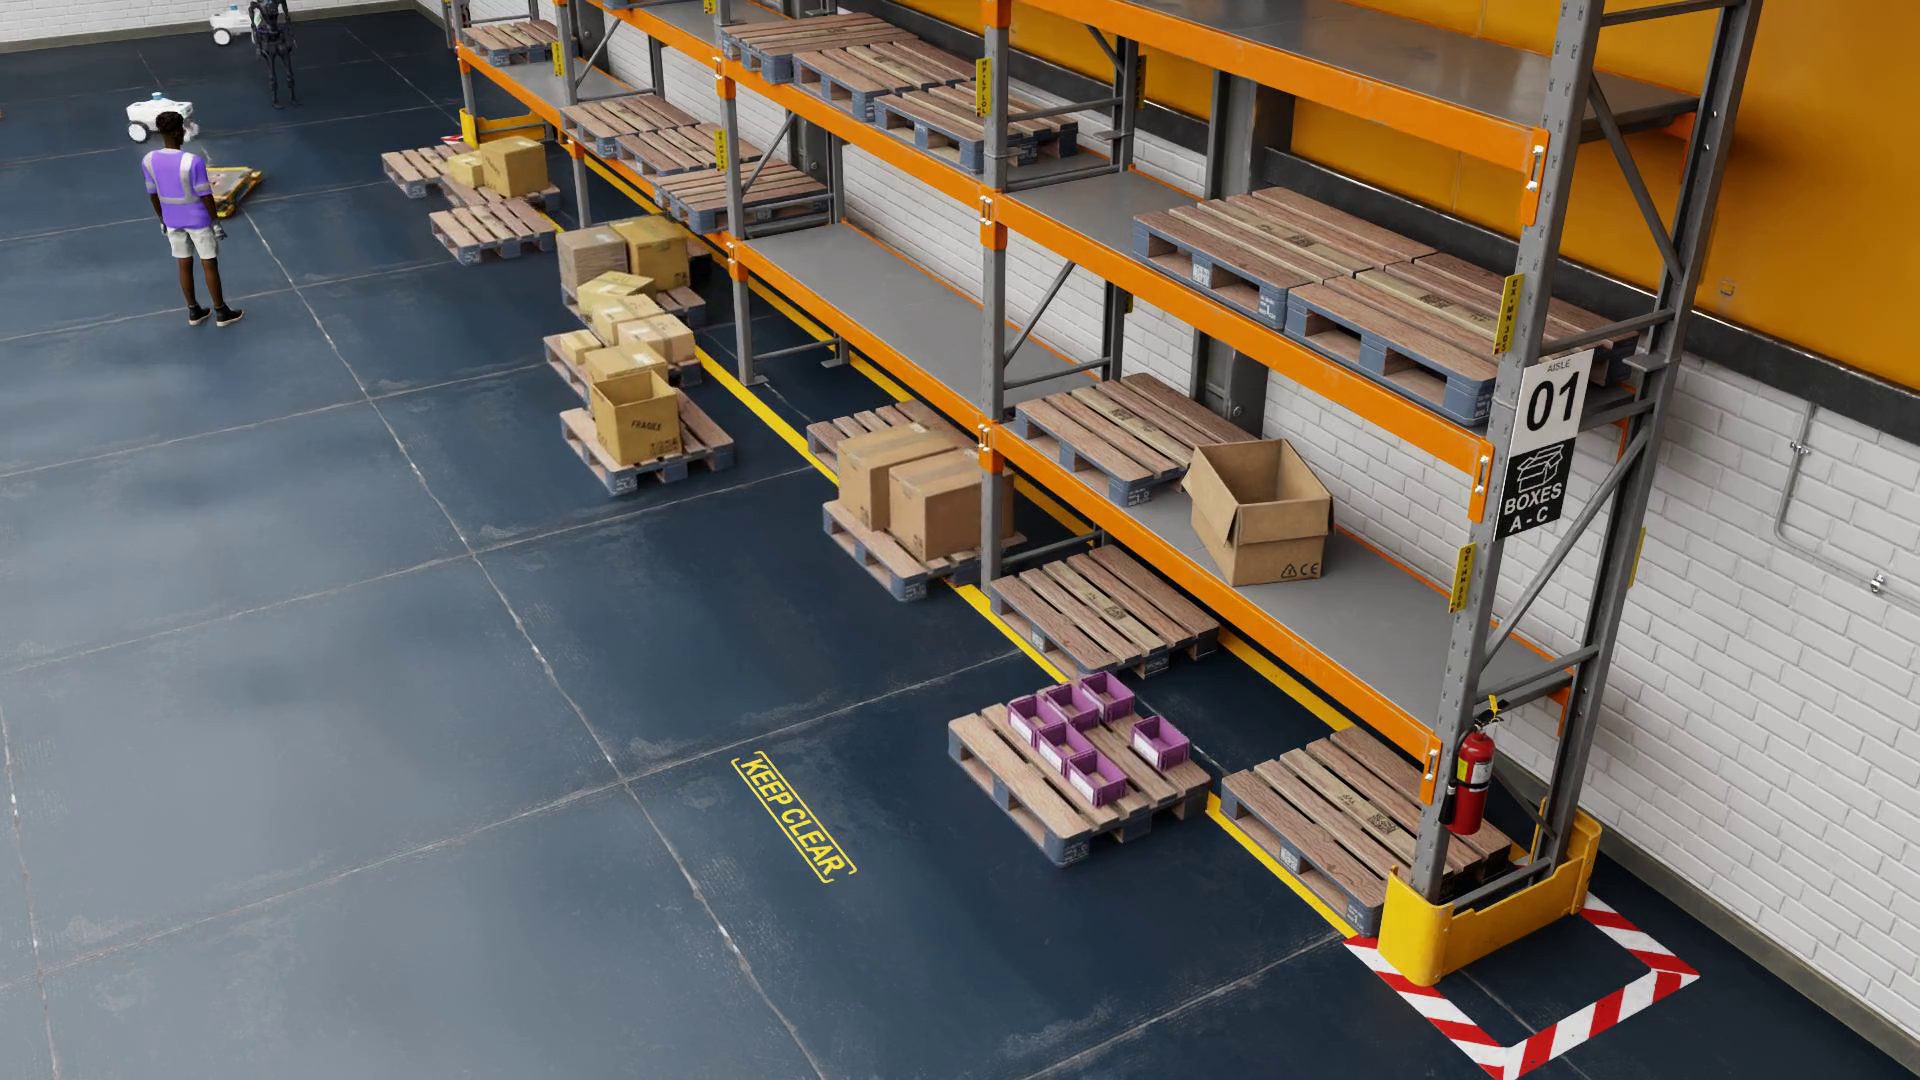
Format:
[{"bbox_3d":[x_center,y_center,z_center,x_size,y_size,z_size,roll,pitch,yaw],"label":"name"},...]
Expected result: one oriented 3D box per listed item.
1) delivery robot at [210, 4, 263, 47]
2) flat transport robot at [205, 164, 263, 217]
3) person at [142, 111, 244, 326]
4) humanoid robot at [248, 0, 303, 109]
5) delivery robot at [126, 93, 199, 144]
[{"bbox_3d":[-10.915,-7.741,25.027,0.785,0.614,0.499,-9,31,-16],"label":"delivery robot"},{"bbox_3d":[-8.287,-3.871,18.466,0.659,0.231,1.431,-3,30,-5],"label":"flat transport robot"},{"bbox_3d":[-6.956,-2.893,15.018,0.610,1.963,0.364,5,30,9],"label":"person"},{"bbox_3d":[-8.906,-6.483,21.642,0.317,1.654,0.596,24,38,36],"label":"humanoid robot"},{"bbox_3d":[-9.885,-5.211,20.559,0.814,0.612,0.499,-1,30,-1],"label":"delivery robot"}]
